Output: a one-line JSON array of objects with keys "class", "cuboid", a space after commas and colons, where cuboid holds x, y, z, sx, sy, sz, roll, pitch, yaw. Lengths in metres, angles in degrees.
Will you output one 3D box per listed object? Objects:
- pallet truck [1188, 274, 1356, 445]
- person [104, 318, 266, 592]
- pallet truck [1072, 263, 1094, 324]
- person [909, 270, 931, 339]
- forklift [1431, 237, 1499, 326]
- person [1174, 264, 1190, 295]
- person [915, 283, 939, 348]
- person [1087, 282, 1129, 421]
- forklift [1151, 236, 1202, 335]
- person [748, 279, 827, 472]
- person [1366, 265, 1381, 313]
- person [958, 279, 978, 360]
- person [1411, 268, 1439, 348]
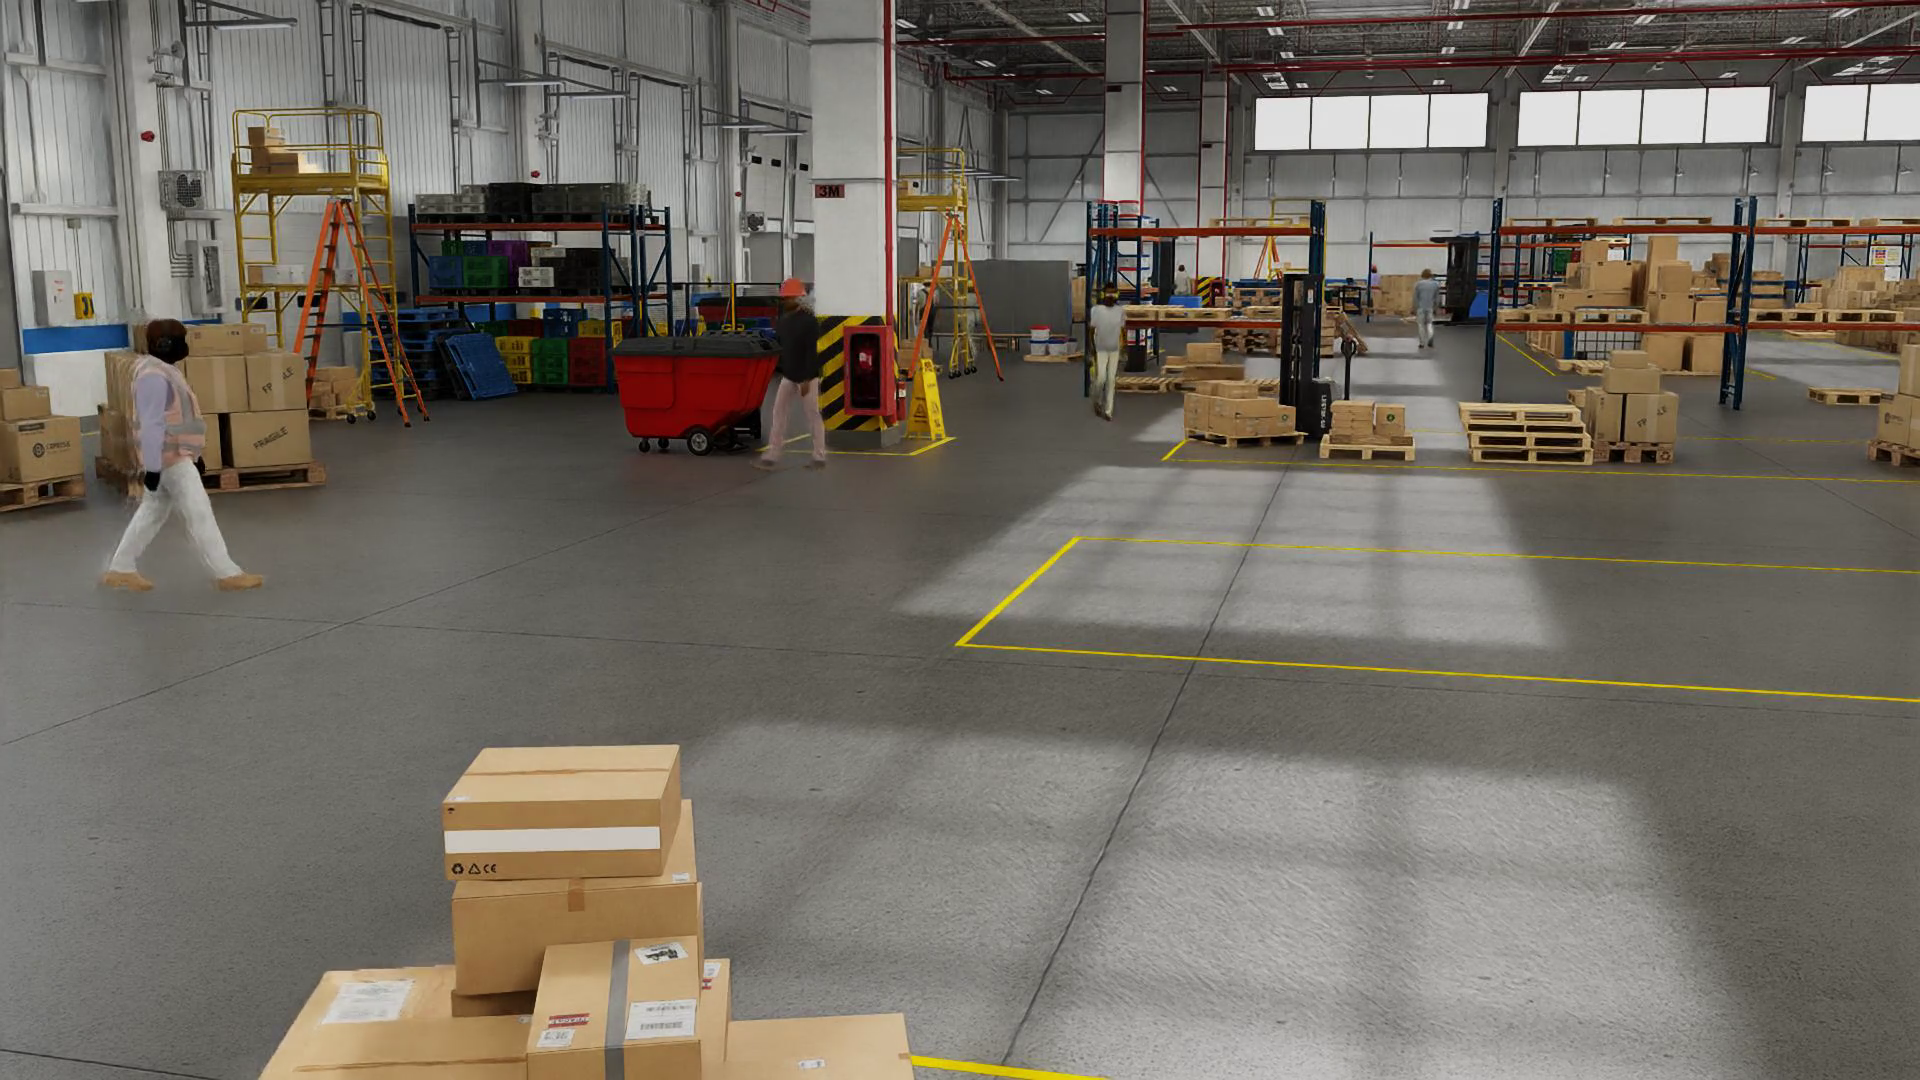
[{"class": "pallet truck", "cuboid": [3.653, -2.138, 19.590, 1.885, 1.965, 0.823, -4, 10, -20]}, {"class": "person", "cuboid": [-5.121, -0.541, 10.791, 0.958, 1.796, 0.630, -4, 10, -22]}, {"class": "pallet truck", "cuboid": [4.325, -8.180, 55.162, 0.823, 1.965, 1.885, 6, 11, 31]}, {"class": "person", "cuboid": [-0.970, -5.707, 40.934, 0.584, 1.882, 0.337, 3, 10, 19]}, {"class": "forklift", "cuboid": [15.950, -8.150, 52.393, 1.873, 2.768, 1.129, -2, 10, -12]}, {"class": "person", "cuboid": [7.791, -8.738, 58.625, 0.635, 1.935, 0.351, 2, 10, 14]}, {"class": "person", "cuboid": [-0.698, -4.837, 36.047, 0.520, 1.812, 0.937, -3, 10, -17]}, {"class": "person", "cuboid": [1.981, -2.502, 22.143, 0.556, 1.855, 0.387, -2, 10, -9]}, {"class": "forklift", "cuboid": [5.866, -7.214, 46.878, 1.873, 2.768, 1.129, 2, 10, 14]}, {"class": "person", "cuboid": [-1.710, -1.635, 16.731, 0.637, 1.948, 0.960, 9, 13, 44]}, {"class": "person", "cuboid": [15.615, -9.410, 62.732, 0.552, 1.904, 0.890, 1, 10, 7]}, {"class": "person", "cuboid": [0.192, -4.674, 35.321, 0.492, 1.718, 0.688, -5, 11, -29]}, {"class": "person", "cuboid": [11.176, -5.567, 40.019, 0.629, 1.924, 0.445, -1, 10, -3]}]
